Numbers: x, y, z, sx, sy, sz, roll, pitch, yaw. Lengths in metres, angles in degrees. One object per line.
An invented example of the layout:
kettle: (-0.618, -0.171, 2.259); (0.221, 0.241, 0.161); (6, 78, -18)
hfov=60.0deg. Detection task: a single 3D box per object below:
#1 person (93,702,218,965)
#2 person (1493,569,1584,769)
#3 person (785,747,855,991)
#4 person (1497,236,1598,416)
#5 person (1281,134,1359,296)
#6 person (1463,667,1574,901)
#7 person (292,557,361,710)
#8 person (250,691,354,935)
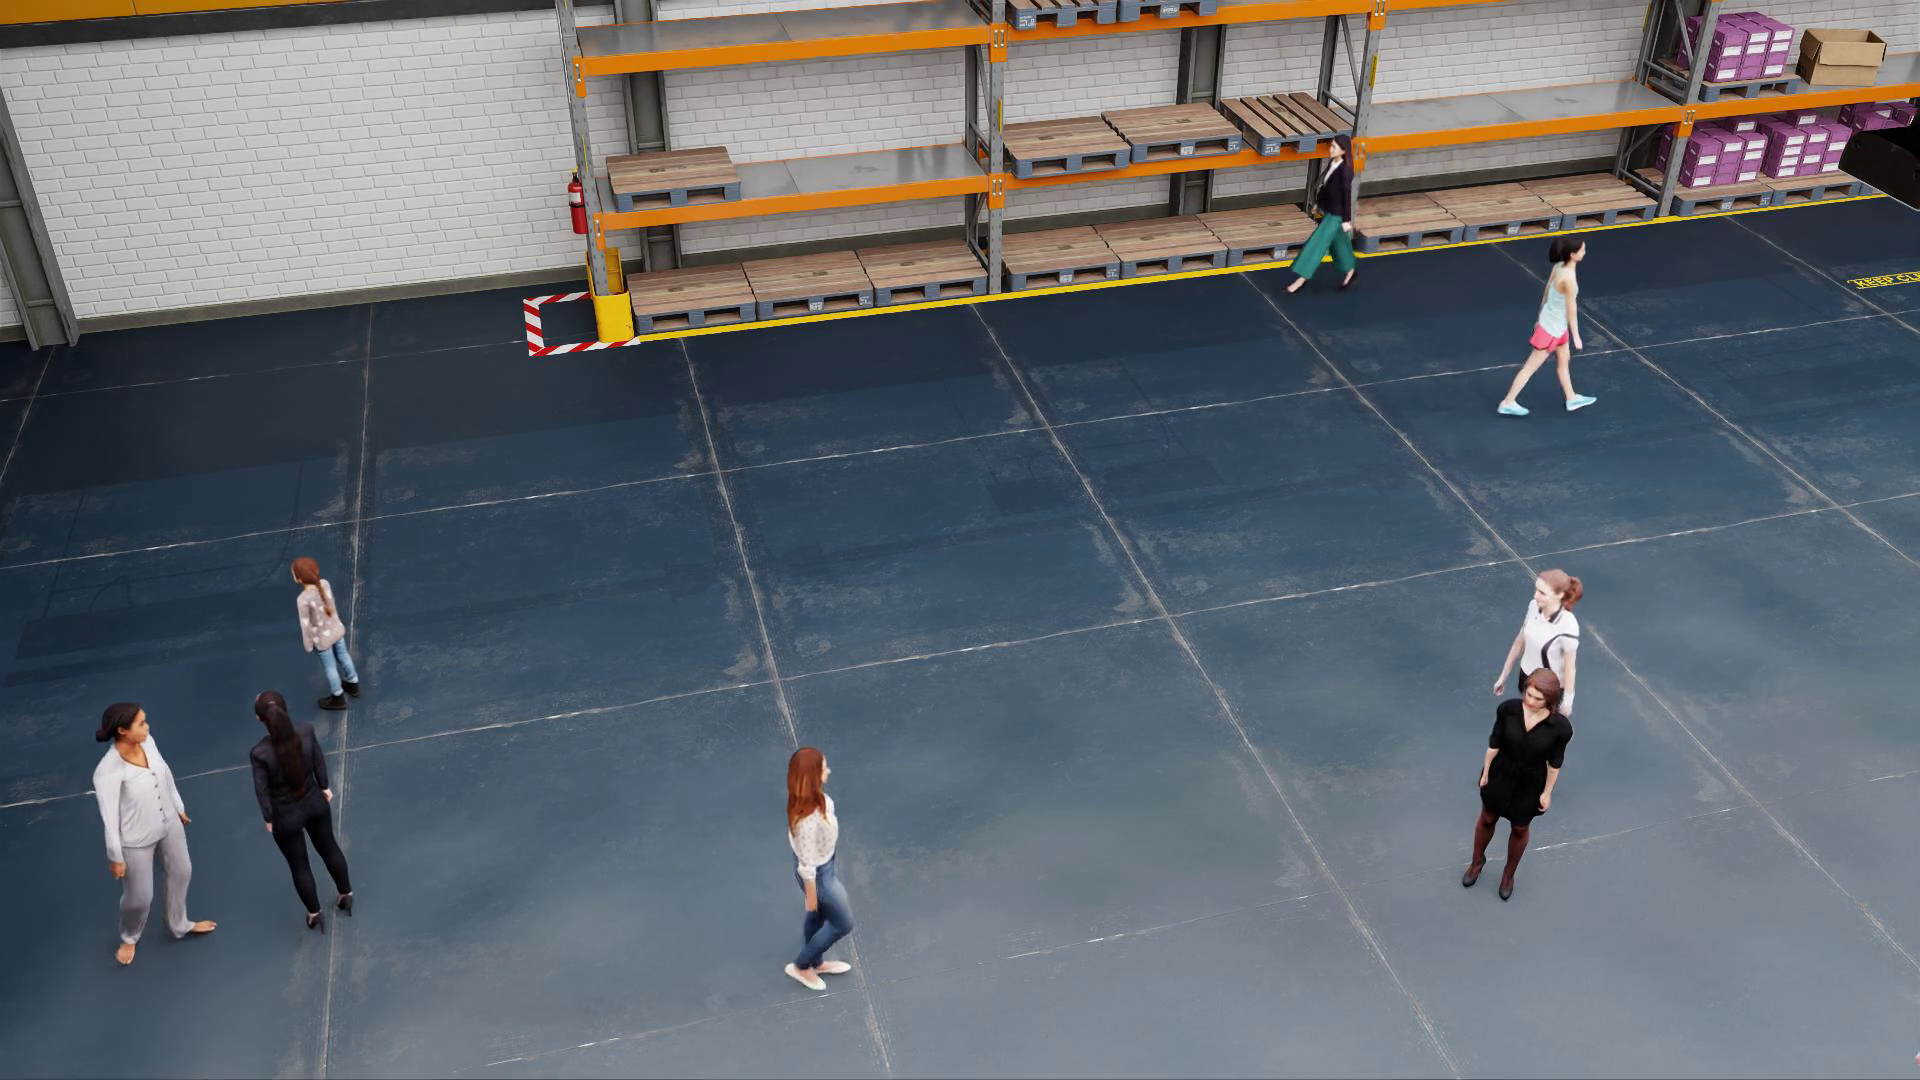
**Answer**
person: (-4.692, 1.665, 9.476); (0.909, 1.709, 0.878); (12, 36, 18)
person: (3.786, 0.907, 10.603); (0.789, 1.725, 0.607); (-12, 35, -17)
person: (-0.878, 1.835, 9.213); (0.642, 1.718, 0.600); (-5, 34, -8)
person: (5.159, -1.844, 14.744); (1.173, 1.722, 0.827); (3, 34, 4)
person: (3.879, -3.275, 16.930); (1.100, 1.686, 0.676); (-6, 34, -9)
person: (3.293, 1.425, 9.841); (0.648, 1.705, 0.705); (18, 38, 25)
person: (-4.386, 0.634, 11.495); (0.601, 1.191, 0.560); (12, 36, 18)
person: (-3.819, 1.567, 9.622); (0.690, 1.711, 0.596); (24, 40, 31)
